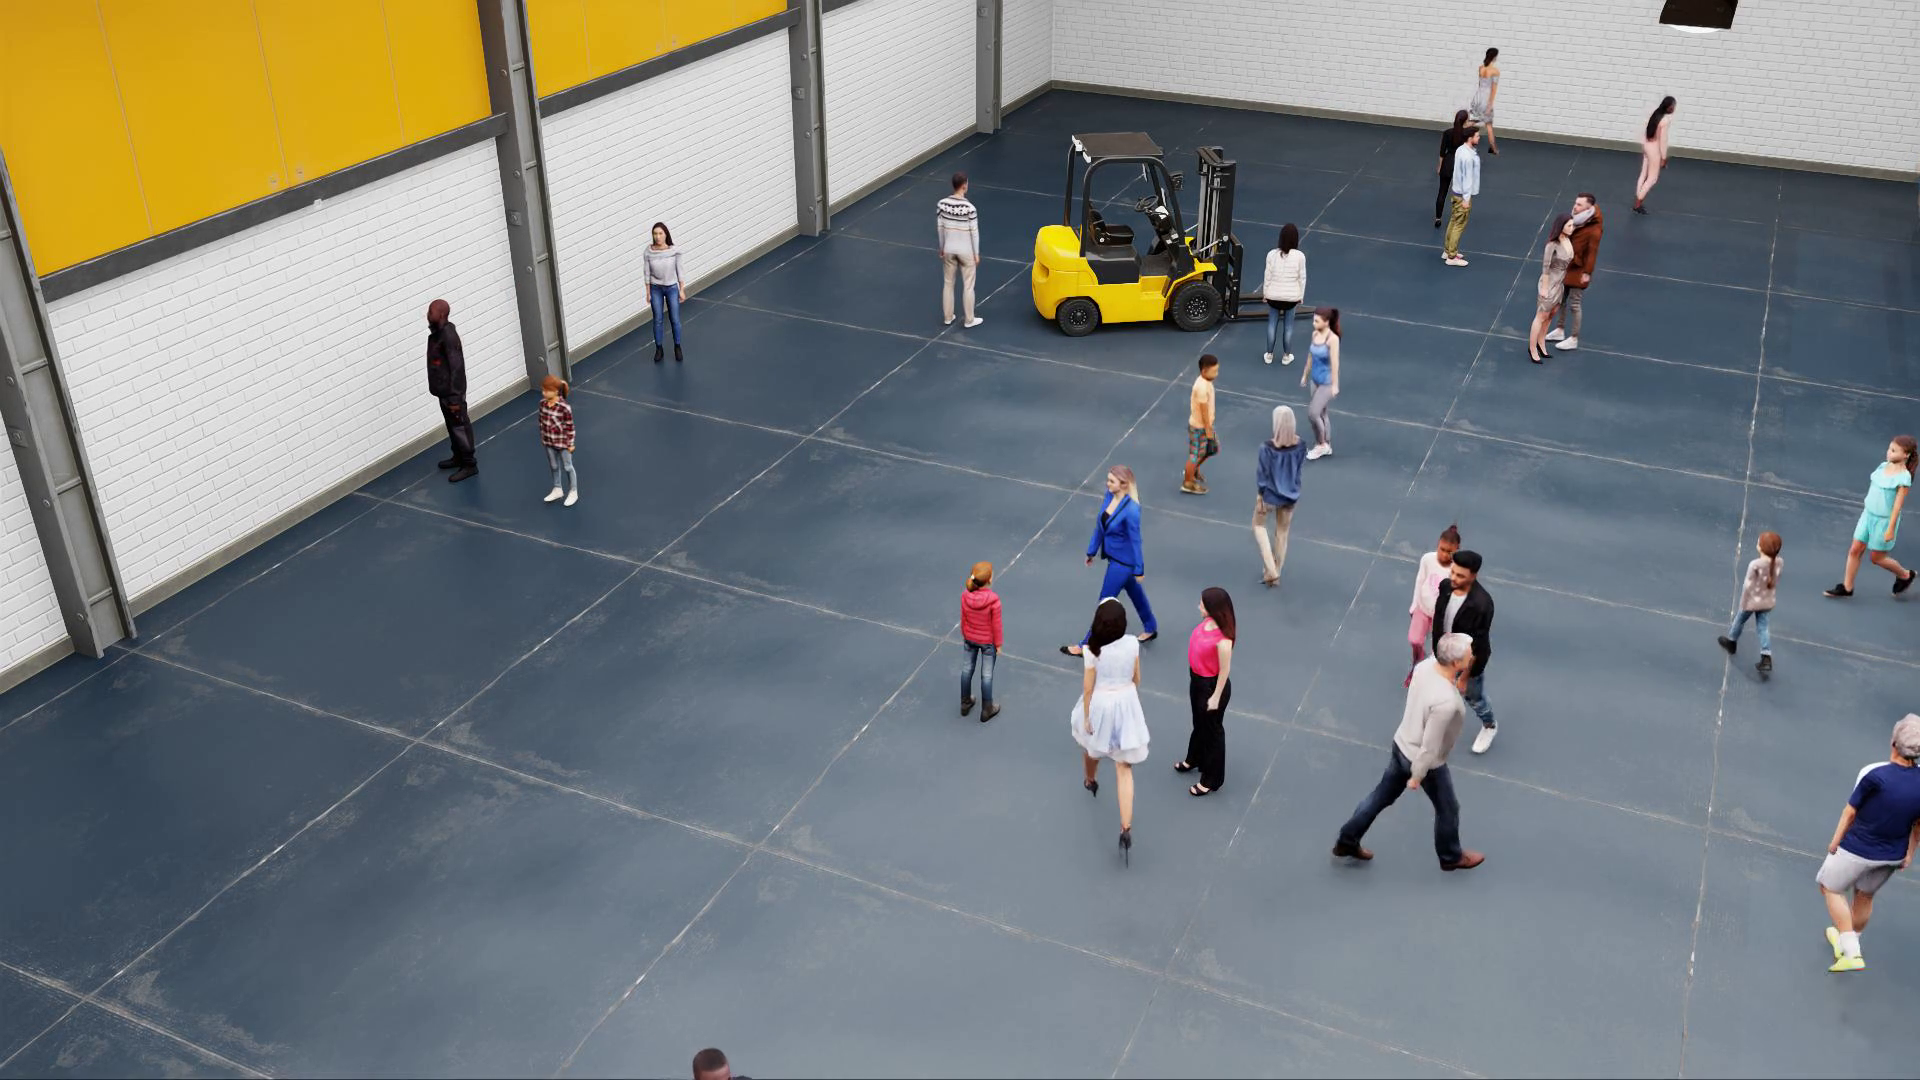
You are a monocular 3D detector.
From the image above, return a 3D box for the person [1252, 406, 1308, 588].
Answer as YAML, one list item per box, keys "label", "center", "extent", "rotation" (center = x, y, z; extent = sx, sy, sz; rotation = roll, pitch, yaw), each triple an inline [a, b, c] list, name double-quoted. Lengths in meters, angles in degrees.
- label: "person"
  center: [2.766, -0.318, 14.248]
  extent: [0.784, 1.689, 0.843]
  rotation: [-8, 30, -14]

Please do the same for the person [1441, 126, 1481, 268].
- label: "person"
  center: [6.592, -4.533, 21.847]
  extent: [0.805, 1.812, 0.638]
  rotation: [2, 29, 4]

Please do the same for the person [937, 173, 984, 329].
- label: "person"
  center: [-0.015, -3.452, 19.815]
  extent: [0.672, 1.860, 0.538]
  rotation: [13, 31, 22]

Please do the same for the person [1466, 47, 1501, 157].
- label: "person"
  center: [8.045, -6.712, 25.882]
  extent: [1.188, 1.773, 0.962]
  rotation: [-19, 34, -31]

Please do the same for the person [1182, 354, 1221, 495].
- label: "person"
  center: [2.247, -1.113, 15.958]
  extent: [0.630, 1.447, 0.544]
  rotation: [7, 29, 12]

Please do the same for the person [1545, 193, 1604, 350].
- label: "person"
  center: [7.121, -3.124, 19.239]
  extent: [0.888, 1.835, 0.826]
  rotation: [-10, 30, -17]

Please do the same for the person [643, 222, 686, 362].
- label: "person"
  center: [-3.363, -2.832, 18.915]
  extent: [0.677, 1.633, 0.684]
  rotation: [-3, 29, -6]

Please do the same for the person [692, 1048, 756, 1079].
- label: "person"
  center: [-1.193, 3.055, 7.921]
  extent: [0.828, 1.826, 0.913]
  rotation: [-17, 33, -28]

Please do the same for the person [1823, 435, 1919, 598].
- label: "person"
  center: [7.892, -0.171, 14.132]
  extent: [0.892, 1.542, 0.976]
  rotation: [-2, 29, -3]

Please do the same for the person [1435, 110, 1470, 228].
- label: "person"
  center: [6.864, -5.146, 23.128]
  extent: [0.610, 1.660, 0.554]
  rotation: [15, 32, 25]

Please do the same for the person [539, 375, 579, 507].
- label: "person"
  center: [-3.823, -0.971, 15.844]
  extent: [0.516, 1.306, 0.487]
  rotation: [13, 31, 22]

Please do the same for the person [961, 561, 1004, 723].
- label: "person"
  center: [0.148, 0.764, 12.656]
  extent: [0.517, 1.314, 0.496]
  rotation: [15, 32, 26]

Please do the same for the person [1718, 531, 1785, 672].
- label: "person"
  center: [6.412, 0.499, 13.281]
  extent: [0.729, 1.181, 0.895]
  rotation: [-2, 29, -3]

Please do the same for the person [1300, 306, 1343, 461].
- label: "person"
  center: [3.702, -1.577, 16.655]
  extent: [0.772, 1.594, 0.706]
  rotation: [-9, 30, -16]

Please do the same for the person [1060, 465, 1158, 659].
- label: "person"
  center: [1.389, 0.164, 13.400]
  extent: [1.180, 1.656, 1.129]
  rotation: [-11, 30, -19]

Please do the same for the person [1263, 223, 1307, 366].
- label: "person"
  center: [3.661, -2.782, 18.820]
  extent: [0.650, 1.635, 0.600]
  rotation: [7, 29, 13]

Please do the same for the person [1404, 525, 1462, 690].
- label: "person"
  center: [3.735, 0.511, 12.992]
  extent: [0.588, 1.437, 0.560]
  rotation: [17, 33, 28]

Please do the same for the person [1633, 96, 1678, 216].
- label: "person"
  center: [9.903, -5.551, 23.835]
  extent: [0.865, 1.696, 0.679]
  rotation: [-8, 30, -14]

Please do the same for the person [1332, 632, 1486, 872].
- label: "person"
  center: [2.923, 1.420, 10.881]
  extent: [1.219, 1.861, 1.298]
  rotation: [-3, 29, -6]

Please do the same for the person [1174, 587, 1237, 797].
- label: "person"
  center: [1.759, 1.044, 11.778]
  extent: [0.727, 1.664, 0.636]
  rotation: [-5, 29, -10]

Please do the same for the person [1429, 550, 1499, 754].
- label: "person"
  center: [3.697, 0.836, 12.057]
  extent: [1.298, 1.761, 1.151]
  rotation: [-15, 32, -26]

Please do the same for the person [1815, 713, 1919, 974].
- label: "person"
  center: [5.537, 1.904, 10.036]
  extent: [0.841, 1.822, 0.973]
  rotation: [1, 29, 1]

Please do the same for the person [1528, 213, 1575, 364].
- label: "person"
  center: [6.718, -2.872, 18.872]
  extent: [0.724, 1.745, 0.560]
  rotation: [25, 37, 38]

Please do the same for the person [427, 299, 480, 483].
- label: "person"
  center: [-4.972, -1.501, 16.274]
  extent: [0.807, 1.825, 0.795]
  rotation: [-17, 33, -28]

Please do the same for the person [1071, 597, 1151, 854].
- label: "person"
  center: [1.059, 1.267, 11.257]
  extent: [1.061, 1.770, 1.282]
  rotation: [-3, 29, -5]
